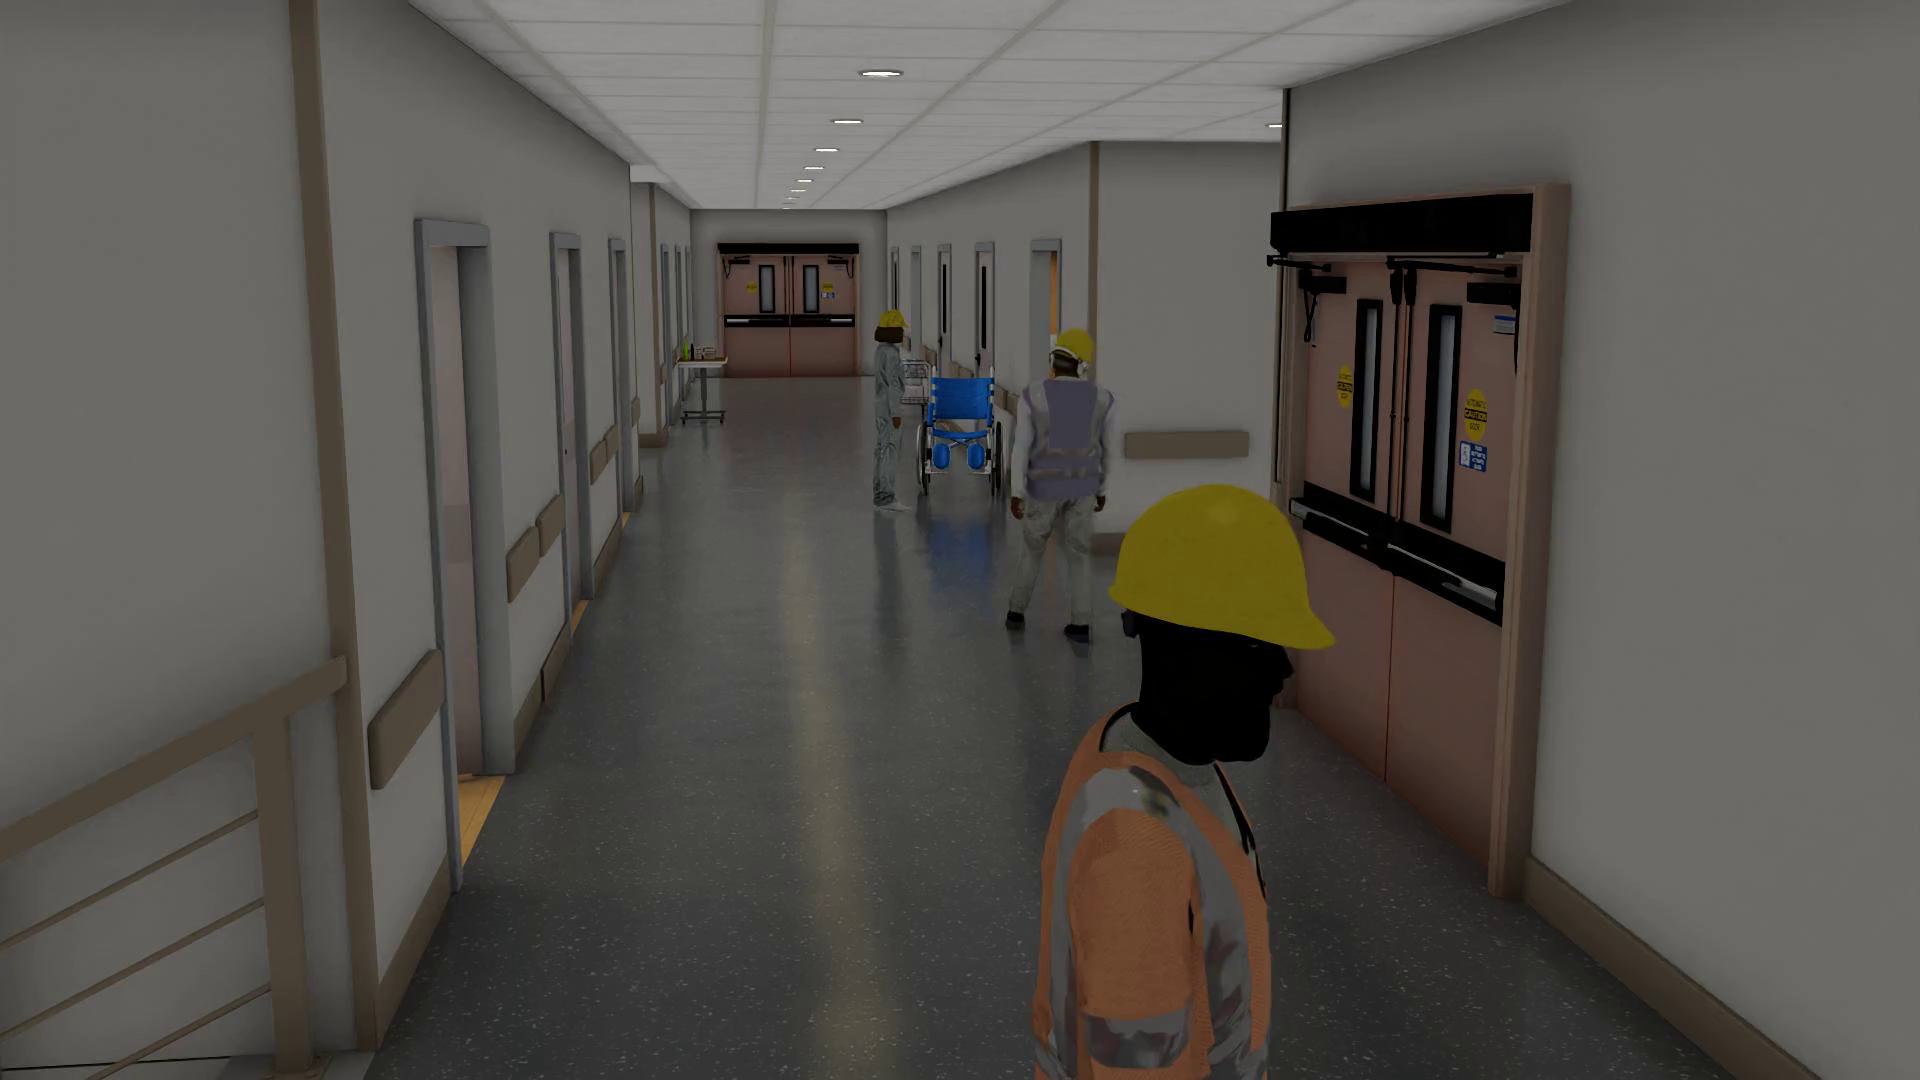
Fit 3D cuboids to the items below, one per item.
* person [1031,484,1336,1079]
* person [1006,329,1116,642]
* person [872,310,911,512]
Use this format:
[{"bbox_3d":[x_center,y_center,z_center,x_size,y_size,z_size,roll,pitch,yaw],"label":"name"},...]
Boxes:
[{"bbox_3d":[0.286,0.875,2.276,0.381,1.923,0.592,1,10,8],"label":"person"},{"bbox_3d":[0.577,-0.320,9.641,0.631,1.786,0.677,-2,10,-11],"label":"person"},{"bbox_3d":[-0.592,-1.118,14.406,0.307,1.743,0.494,-3,10,-16],"label":"person"}]
